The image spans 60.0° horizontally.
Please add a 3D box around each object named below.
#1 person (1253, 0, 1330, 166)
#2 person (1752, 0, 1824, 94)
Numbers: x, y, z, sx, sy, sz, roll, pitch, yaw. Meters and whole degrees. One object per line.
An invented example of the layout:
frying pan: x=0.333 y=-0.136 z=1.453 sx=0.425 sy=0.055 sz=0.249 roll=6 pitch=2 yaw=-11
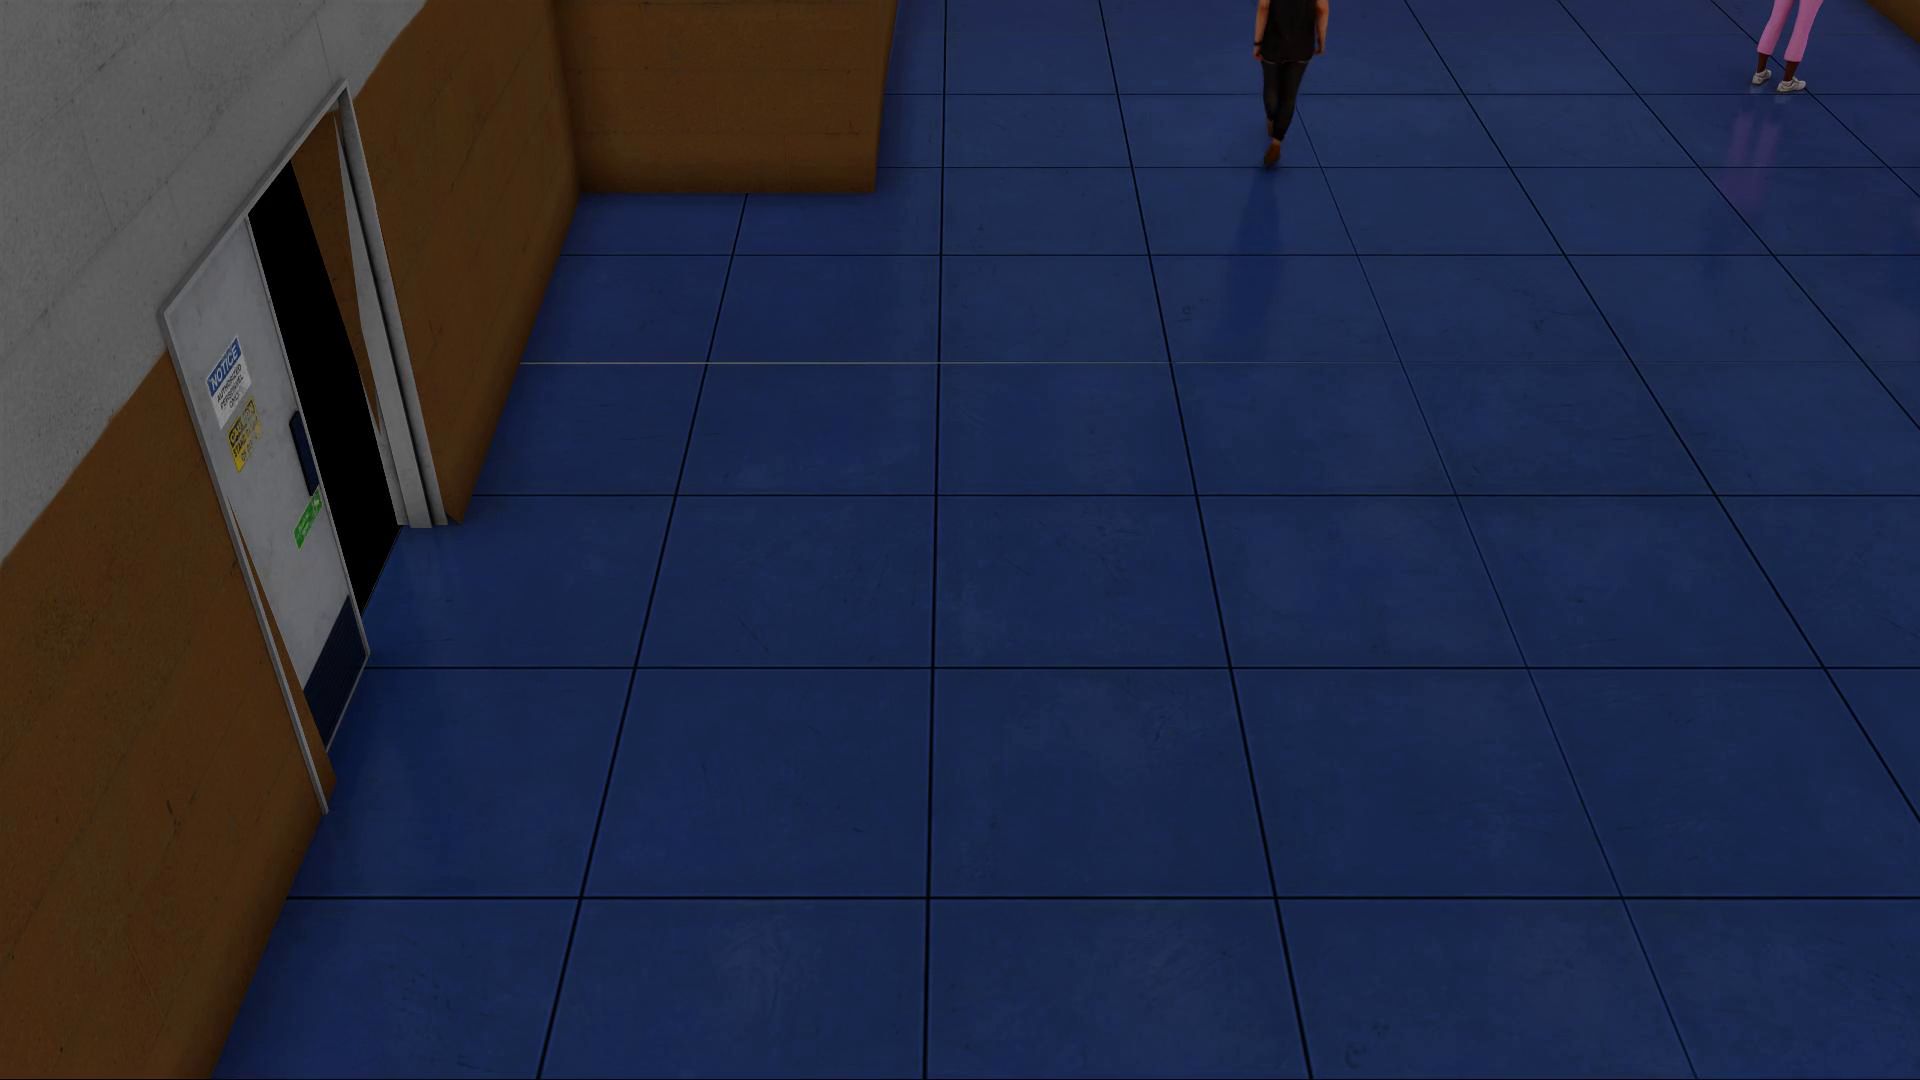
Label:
person: x=2.225 y=-3.380 z=11.320 sx=1.079 sy=1.674 sz=0.891 roll=10 pitch=38 yaw=13
person: x=6.313 y=-4.233 z=12.399 sx=0.699 sy=1.742 sz=0.658 roll=-26 pitch=44 yaw=-31
